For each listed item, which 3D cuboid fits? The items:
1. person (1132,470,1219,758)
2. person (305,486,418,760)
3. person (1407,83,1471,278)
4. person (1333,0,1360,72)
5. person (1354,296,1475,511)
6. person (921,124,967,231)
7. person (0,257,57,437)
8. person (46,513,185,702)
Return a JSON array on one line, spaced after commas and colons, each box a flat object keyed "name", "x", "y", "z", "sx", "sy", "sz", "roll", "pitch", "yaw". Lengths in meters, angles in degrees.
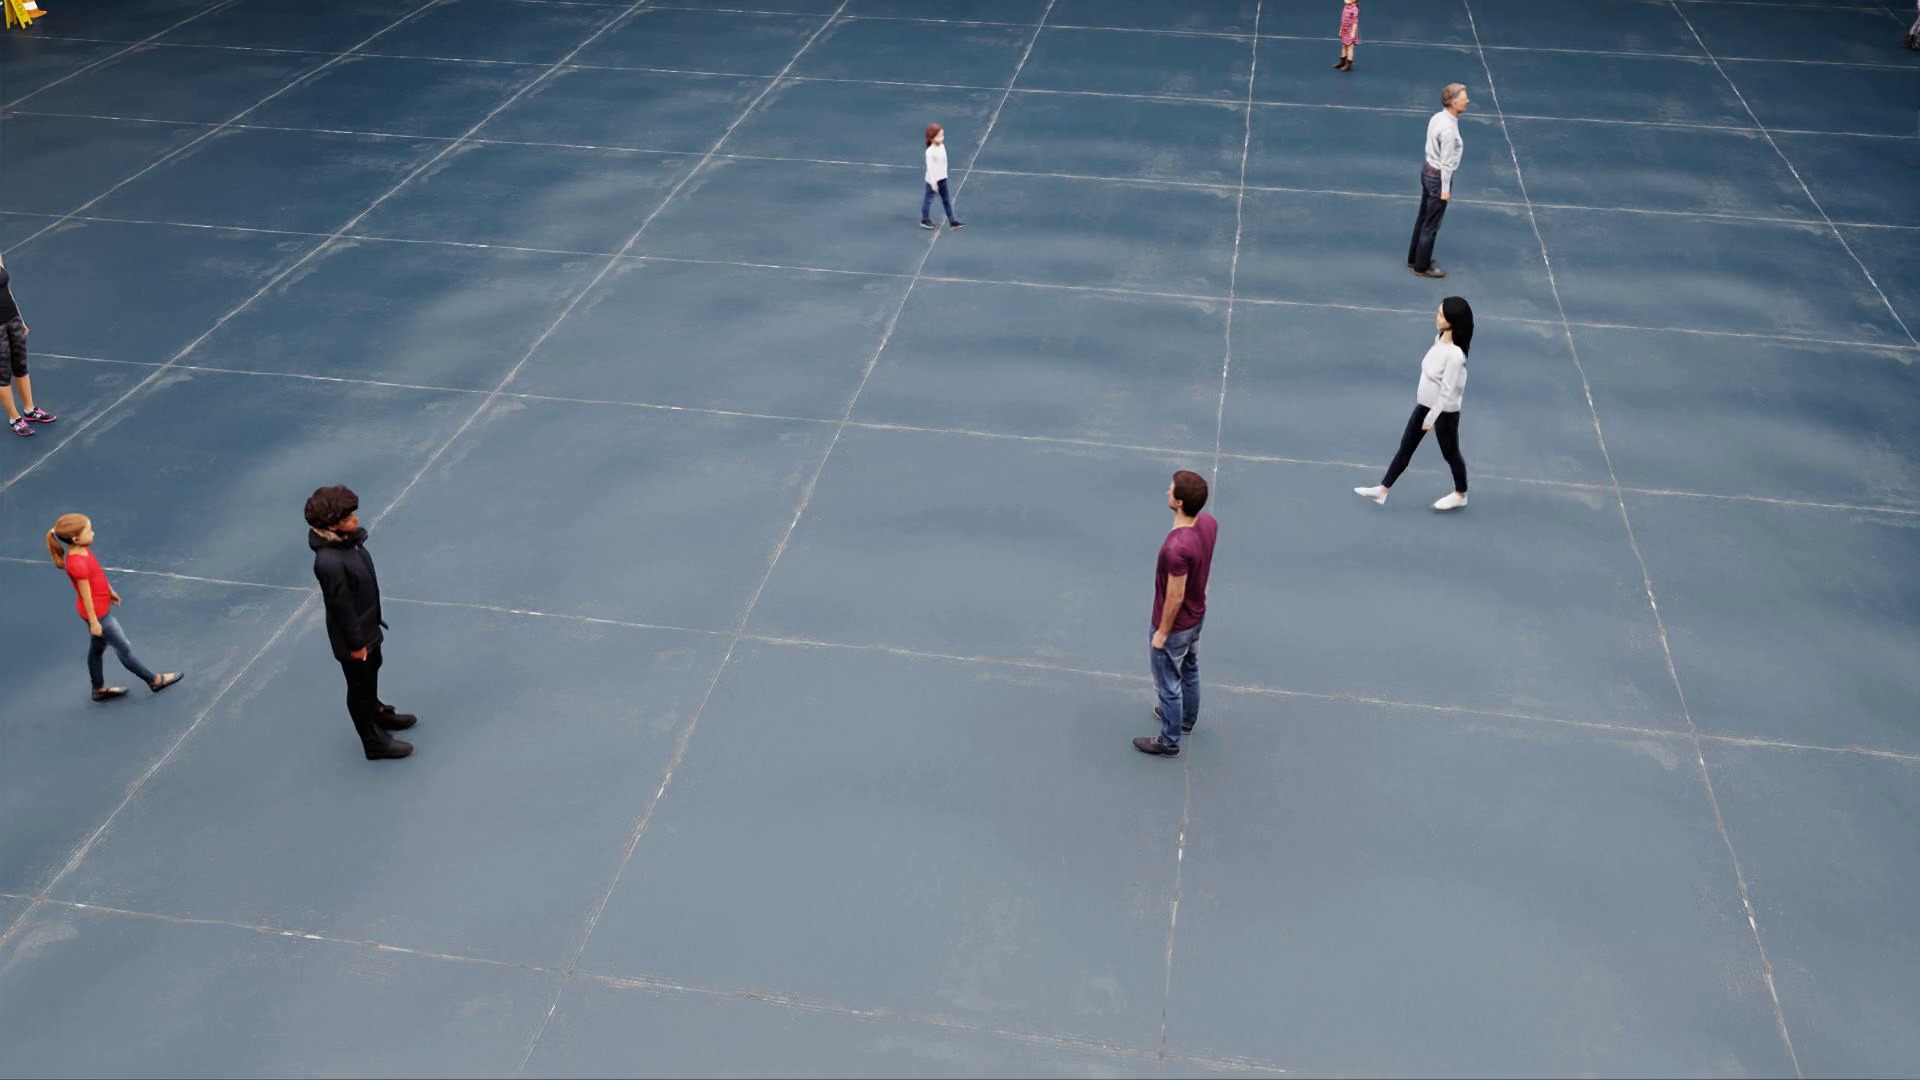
[{"name": "person", "x": 1.260, "y": 0.419, "z": 9.538, "sx": 0.682, "sy": 1.855, "sz": 0.729, "roll": 18, "pitch": 36, "yaw": 26}, {"name": "person", "x": -3.484, "y": 0.467, "z": 9.540, "sx": 0.686, "sy": 1.771, "sz": 0.703, "roll": -5, "pitch": 33, "yaw": -7}, {"name": "person", "x": 4.490, "y": -3.396, "z": 15.620, "sx": 0.614, "sy": 1.818, "sz": 0.694, "roll": 0, "pitch": 32, "yaw": -1}, {"name": "person", "x": 5.007, "y": -6.574, "z": 21.404, "sx": 0.549, "sy": 1.021, "sz": 0.502, "roll": -15, "pitch": 35, "yaw": -22}, {"name": "person", "x": 3.502, "y": -0.920, "z": 11.843, "sx": 1.138, "sy": 1.659, "sz": 0.829, "roll": -3, "pitch": 32, "yaw": -6}, {"name": "person", "x": -0.289, "y": -3.643, "z": 16.697, "sx": 0.805, "sy": 1.087, "sz": 0.646, "roll": 22, "pitch": 38, "yaw": 30}, {"name": "person", "x": -7.500, "y": -1.669, "z": 12.966, "sx": 0.580, "sy": 1.729, "sz": 0.595, "roll": 10, "pitch": 34, "yaw": 15}, {"name": "person", "x": -5.276, "y": 0.434, "z": 10.035, "sx": 0.843, "sy": 1.298, "sz": 0.749, "roll": -15, "pitch": 35, "yaw": -22}]
